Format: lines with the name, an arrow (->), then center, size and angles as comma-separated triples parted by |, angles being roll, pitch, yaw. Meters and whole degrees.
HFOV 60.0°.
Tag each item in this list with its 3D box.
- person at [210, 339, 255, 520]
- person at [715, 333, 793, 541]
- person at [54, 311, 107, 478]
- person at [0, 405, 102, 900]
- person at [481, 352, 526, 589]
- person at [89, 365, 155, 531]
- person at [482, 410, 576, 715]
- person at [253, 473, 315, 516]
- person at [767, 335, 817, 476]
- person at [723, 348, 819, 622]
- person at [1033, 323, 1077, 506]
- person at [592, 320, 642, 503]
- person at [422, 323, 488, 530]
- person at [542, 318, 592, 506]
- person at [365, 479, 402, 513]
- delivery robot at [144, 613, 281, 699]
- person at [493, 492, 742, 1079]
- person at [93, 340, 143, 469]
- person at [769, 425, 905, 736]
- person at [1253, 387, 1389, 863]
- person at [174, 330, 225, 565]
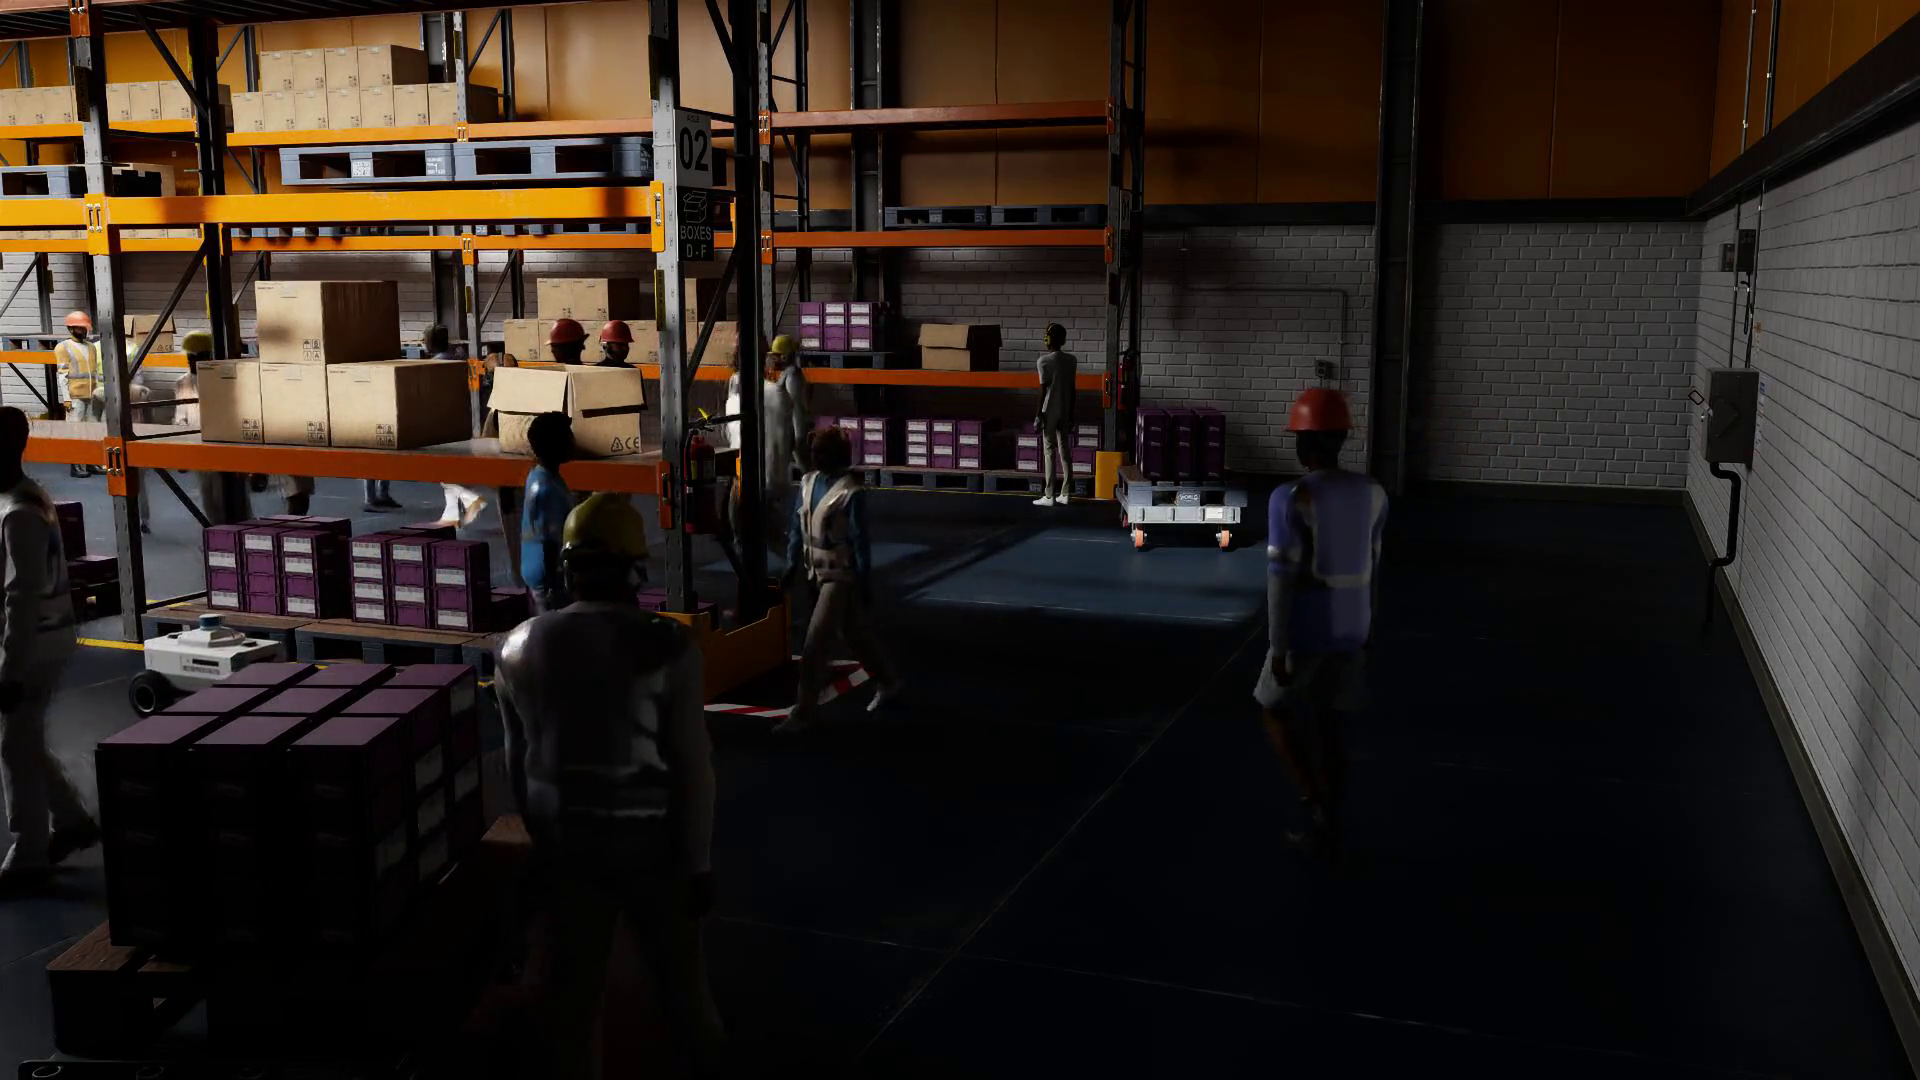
person -> -6.647, -0.975, 15.216 | 0.429, 1.841, 0.625 | 3, 10, 20
person -> -1.762, -0.908, 14.628 | 0.910, 1.893, 0.566 | -1, 9, -6
person -> -10.268, -1.702, 19.455 | 0.349, 1.942, 0.545 | 3, 9, 17
person -> -3.603, 0.425, 6.317 | 0.445, 1.872, 0.630 | -5, 10, -30
person -> -3.112, -0.381, 11.522 | 0.430, 1.835, 0.621 | -2, 9, -10
person -> -7.590, -0.844, 15.078 | 0.520, 1.615, 0.609 | -8, 12, -42
person -> -2.109, 0.185, 8.398 | 0.520, 1.682, 0.548 | -3, 9, -17
person -> -5.034, -0.651, 12.642 | 0.606, 2.019, 0.612 | 4, 10, 22
person -> -1.659, -1.088, 16.120 | 0.946, 1.780, 0.612 | 0, 9, -3
person -> -1.276, -0.364, 11.140 | 0.700, 1.916, 0.633 | 7, 11, 36
person -> 0.966, -1.278, 17.022 | 0.531, 1.871, 0.322 | -7, 11, -37
person -> -2.807, -0.803, 13.643 | 0.397, 1.992, 0.621 | 5, 10, 30
person -> -4.661, -1.023, 15.251 | 0.521, 1.923, 0.644 | 0, 9, 1
person -> -2.921, -0.648, 12.547 | 0.399, 2.035, 0.605 | -1, 9, -5
person -> -5.741, -1.117, 16.435 | 0.470, 1.726, 0.543 | 2, 9, 12
delivery robot -> -3.965, 0.634, 8.832 | 0.707, 0.478, 0.477 | 4, 10, 22
person -> -0.891, 0.761, 4.474 | 0.603, 1.782, 0.908 | 1, 9, 9
person -> -10.175, -1.740, 20.053 | 0.622, 1.835, 0.430 | -2, 9, -15
person -> -0.622, 0.182, 8.721 | 0.869, 1.596, 0.516 | -6, 11, -34
person -> 1.438, 0.357, 6.612 | 0.554, 1.921, 0.457 | -4, 10, -21
person -> -6.100, -0.751, 13.556 | 0.622, 1.910, 0.442 | 2, 9, 10
